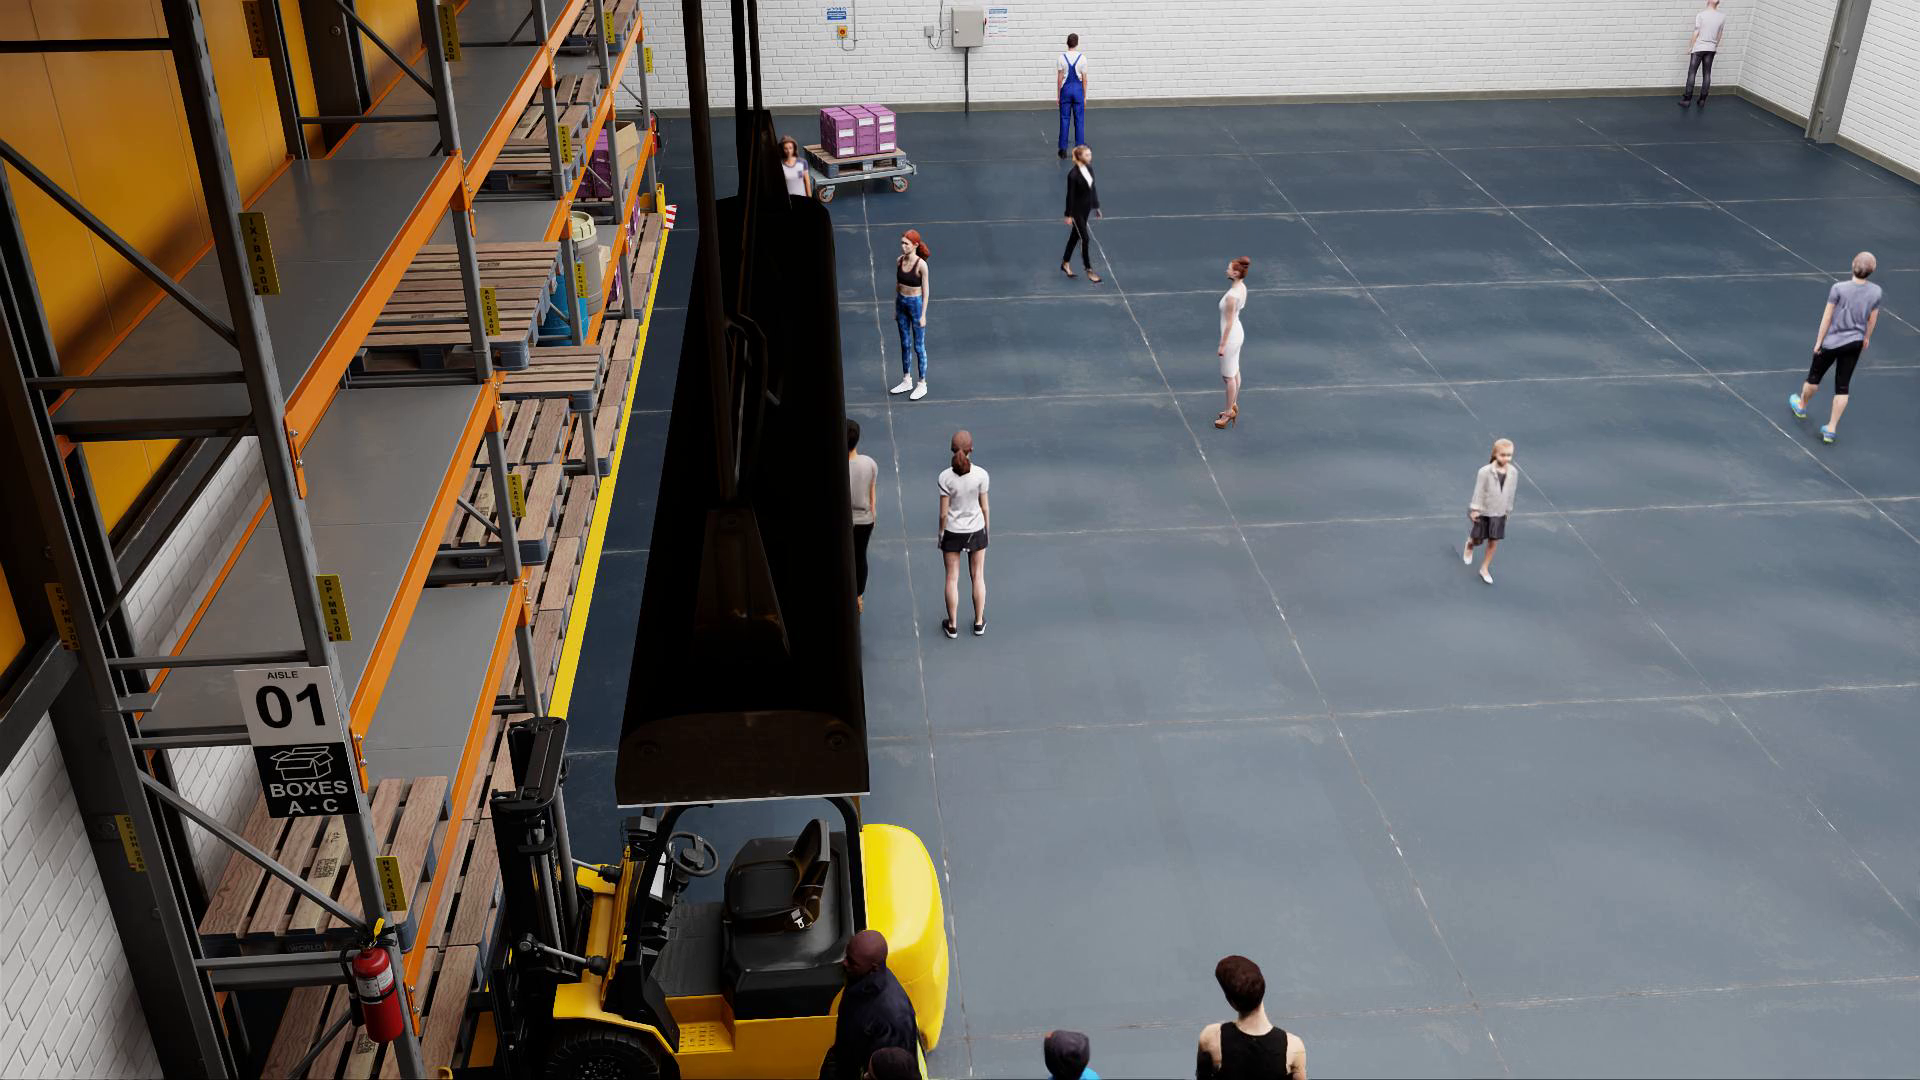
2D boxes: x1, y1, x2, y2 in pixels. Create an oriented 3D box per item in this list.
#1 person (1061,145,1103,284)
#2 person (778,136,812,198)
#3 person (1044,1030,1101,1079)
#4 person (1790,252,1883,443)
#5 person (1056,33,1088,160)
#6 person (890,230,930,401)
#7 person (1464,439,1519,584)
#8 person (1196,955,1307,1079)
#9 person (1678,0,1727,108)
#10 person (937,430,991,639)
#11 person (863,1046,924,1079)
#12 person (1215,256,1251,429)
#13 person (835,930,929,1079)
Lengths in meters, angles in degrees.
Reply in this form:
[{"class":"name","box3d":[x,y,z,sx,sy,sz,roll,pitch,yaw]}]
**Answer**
[{"class":"person","box3d":[1.394,-4.003,20.356,0.994,1.680,0.955,18,33,30]},{"class":"person","box3d":[-2.080,-4.205,20.720,0.756,1.686,1.122,-8,30,-15]},{"class":"person","box3d":[0.490,2.922,7.539,0.758,1.796,0.672,16,33,27]},{"class":"person","box3d":[8.617,-1.846,16.222,0.892,1.852,1.163,5,29,10]},{"class":"person","box3d":[1.684,-6.726,25.171,0.668,1.849,0.638,3,29,5]},{"class":"person","box3d":[-0.504,-2.339,17.195,0.686,1.785,0.744,21,35,33]},{"class":"person","box3d":[4.440,-0.281,13.961,0.516,1.270,0.652,-1,29,-2]},{"class":"person","box3d":[1.320,2.800,7.707,0.809,1.850,0.954,7,29,12]},{"class":"person","box3d":[12.497,-8.234,27.954,0.661,1.832,0.565,-1,29,-3]},{"class":"person","box3d":[0.028,-0.043,13.021,0.563,1.752,0.554,-4,29,-6]},{"class":"person","box3d":[-0.277,2.951,7.524,0.743,1.760,0.575,-5,29,-9]},{"class":"person","box3d":[2.703,-1.967,16.506,0.691,1.792,0.556,11,30,19]},{"class":"person","box3d":[-0.291,2.615,8.114,1.118,1.785,1.270,-14,32,-25]}]
